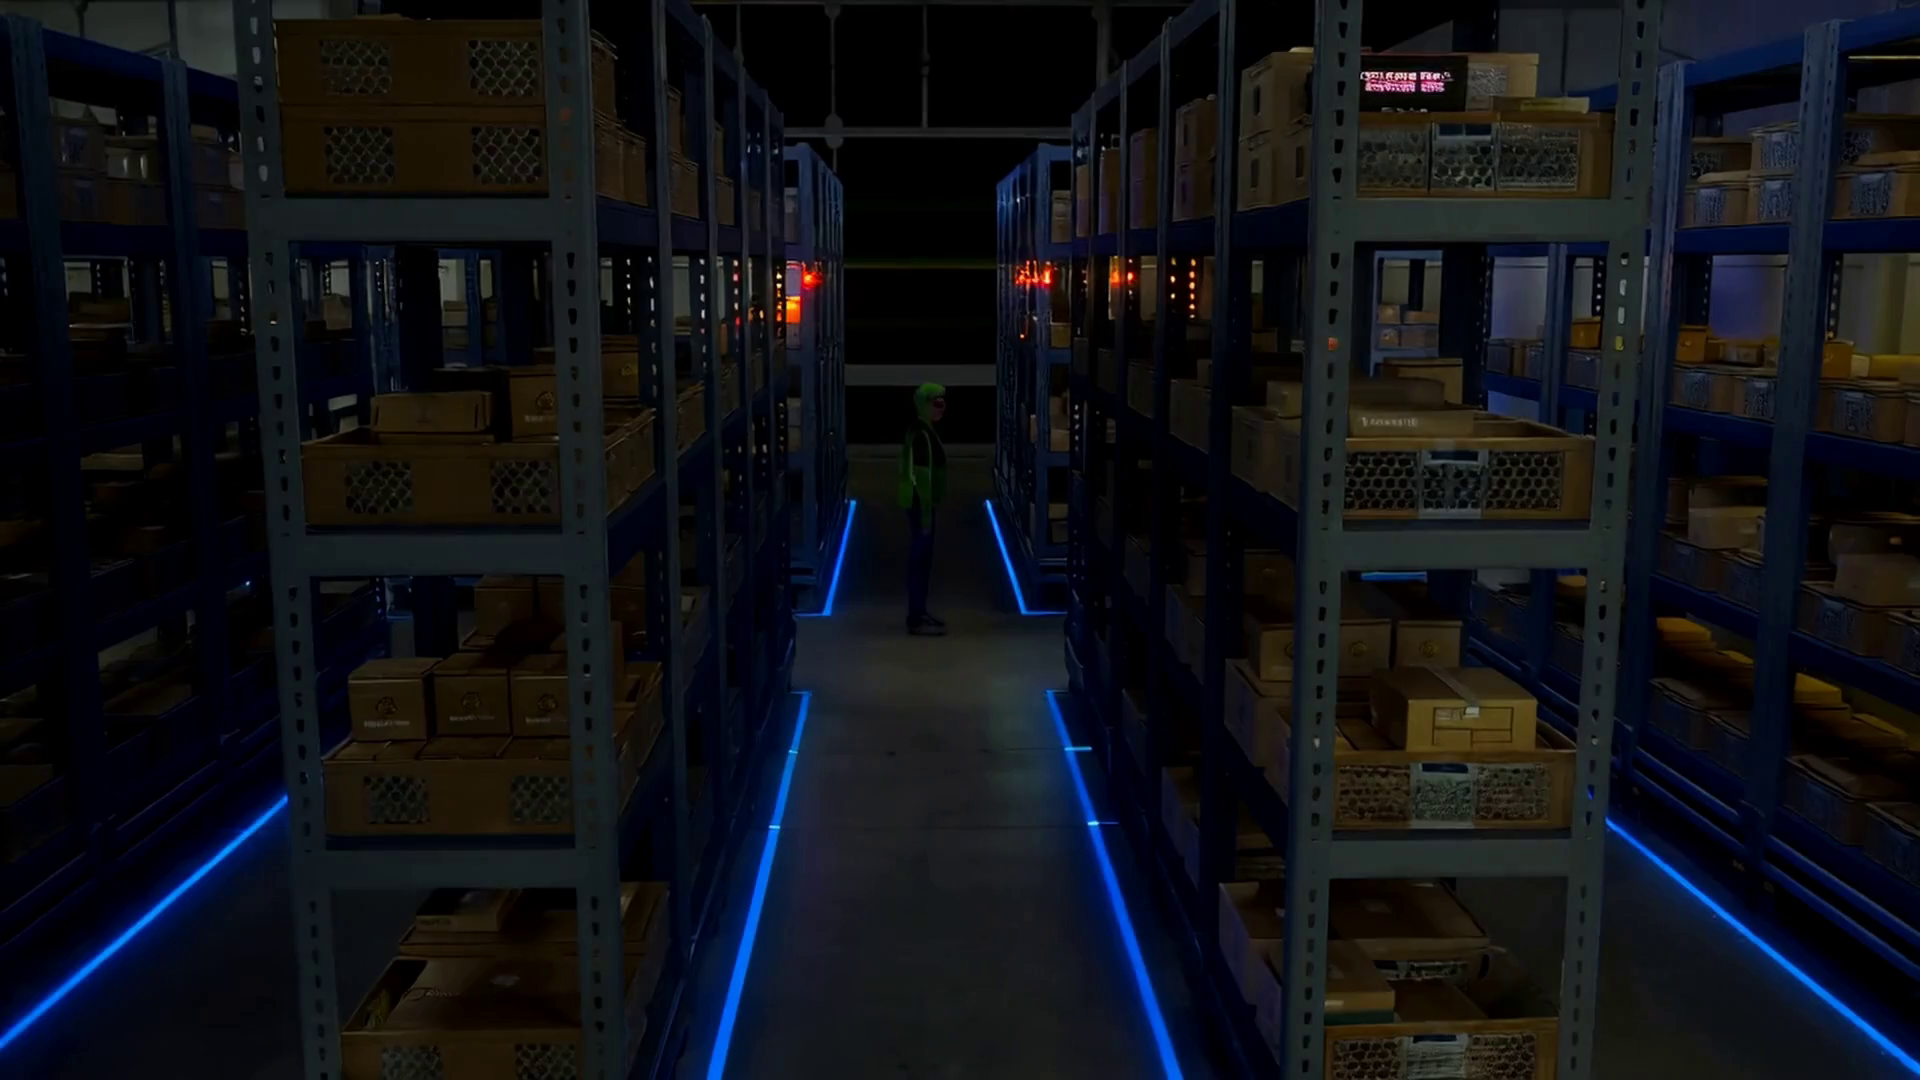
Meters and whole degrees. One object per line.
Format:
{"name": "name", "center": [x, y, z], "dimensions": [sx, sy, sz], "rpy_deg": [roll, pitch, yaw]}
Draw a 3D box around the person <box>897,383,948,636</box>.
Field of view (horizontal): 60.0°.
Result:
{"name": "person", "center": [-0.274, -0.230, 12.183], "dimensions": [0.373, 1.843, 0.572], "rpy_deg": [0, 9, 0]}
